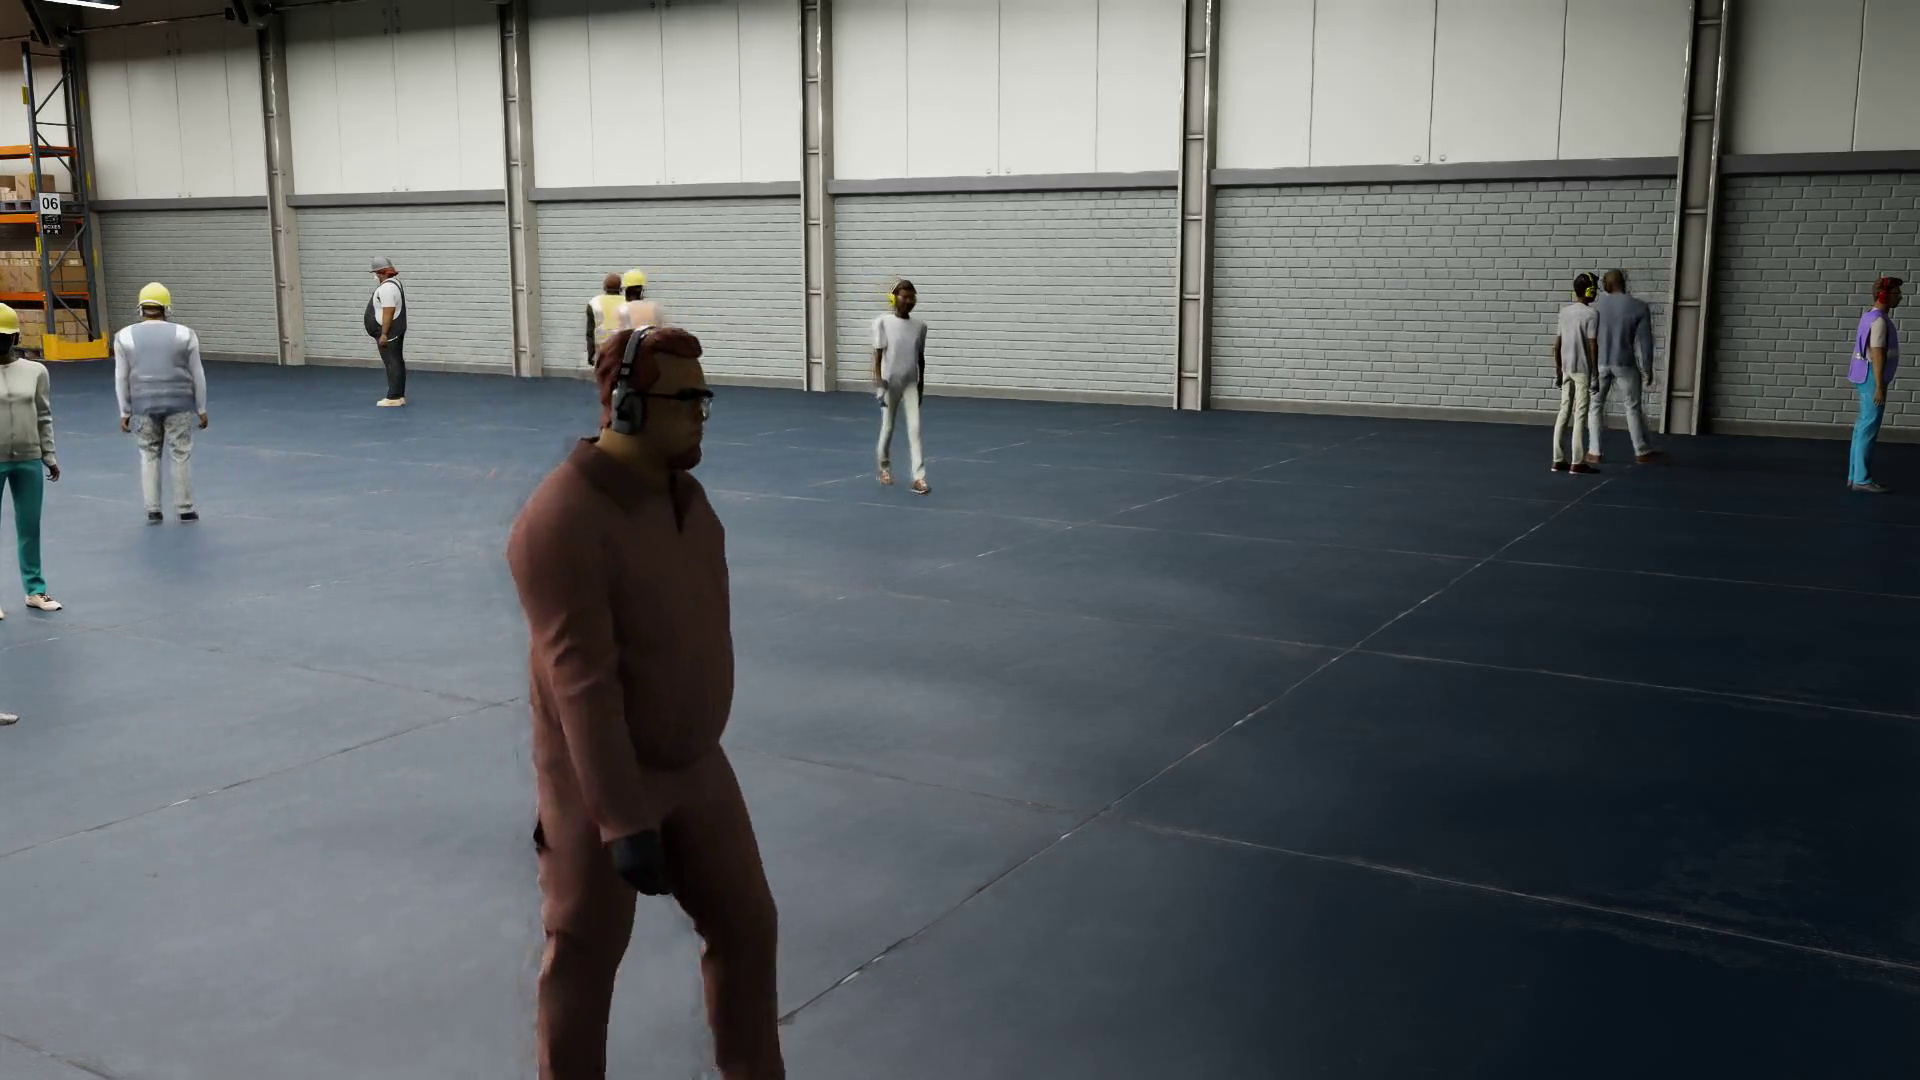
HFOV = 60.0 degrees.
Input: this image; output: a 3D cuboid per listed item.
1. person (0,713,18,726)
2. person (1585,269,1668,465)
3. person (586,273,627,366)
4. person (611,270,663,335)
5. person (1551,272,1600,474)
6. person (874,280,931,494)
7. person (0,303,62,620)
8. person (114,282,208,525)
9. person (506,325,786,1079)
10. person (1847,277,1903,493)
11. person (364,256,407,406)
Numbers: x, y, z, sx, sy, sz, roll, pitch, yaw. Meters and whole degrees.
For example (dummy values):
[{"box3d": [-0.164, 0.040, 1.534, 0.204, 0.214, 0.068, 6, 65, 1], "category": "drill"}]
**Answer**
[{"box3d": [-4.361, -0.036, 6.975, 0.506, 1.750, 0.545, -3, 10, -14], "category": "person"}, {"box3d": [6.465, -1.675, 16.174, 0.870, 1.906, 0.366, 5, 11, 26], "category": "person"}, {"box3d": [-4.051, -2.211, 19.512, 0.643, 1.823, 0.491, -3, 10, -17], "category": "person"}, {"box3d": [-3.319, -1.815, 17.039, 0.610, 1.873, 1.006, -8, 12, -38], "category": "person"}, {"box3d": [5.774, -1.553, 15.531, 0.319, 1.870, 0.521, -4, 11, -23], "category": "person"}, {"box3d": [-0.522, -1.336, 14.437, 0.518, 1.823, 0.993, -3, 10, -17], "category": "person"}, {"box3d": [-5.340, -0.443, 9.349, 0.329, 1.765, 0.526, 7, 12, 37], "category": "person"}, {"box3d": [-6.004, -1.020, 12.538, 0.605, 1.830, 0.404, -3, 10, -16], "category": "person"}, {"box3d": [-0.584, 0.506, 3.470, 0.799, 1.878, 0.642, 4, 11, 24], "category": "person"}, {"box3d": [7.855, -1.332, 14.311, 0.378, 1.841, 0.569, 4, 10, 21], "category": "person"}, {"box3d": [-7.779, -2.832, 22.518, 0.535, 2.000, 0.674, -1, 10, -5], "category": "person"}]
